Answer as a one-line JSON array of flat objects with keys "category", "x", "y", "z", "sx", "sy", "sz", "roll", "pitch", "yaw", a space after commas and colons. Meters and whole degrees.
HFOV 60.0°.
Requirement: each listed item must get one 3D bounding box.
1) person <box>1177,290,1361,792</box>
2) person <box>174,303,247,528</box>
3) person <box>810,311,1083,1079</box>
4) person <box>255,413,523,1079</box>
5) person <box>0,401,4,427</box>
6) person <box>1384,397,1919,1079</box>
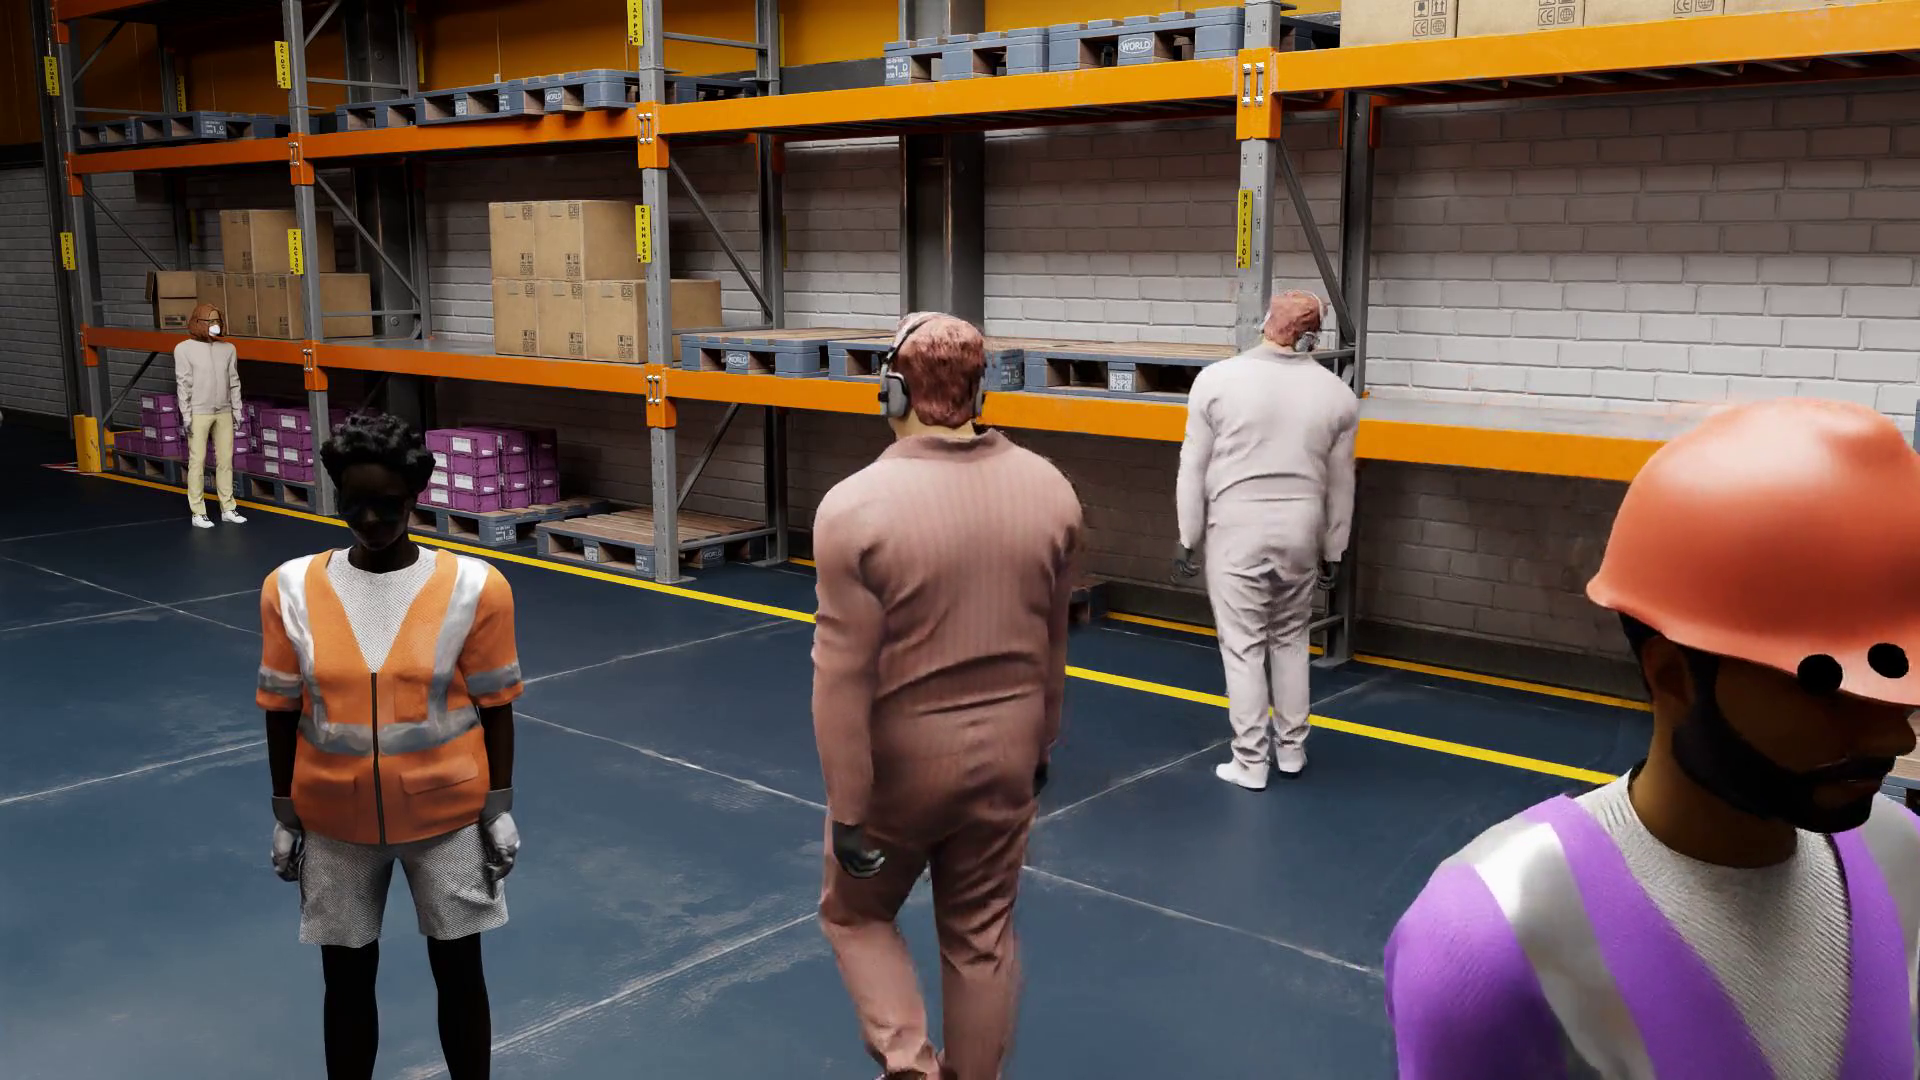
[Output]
[{"category": "person", "x": 1.142, "y": 0.012, "z": 6.248, "sx": 0.673, "sy": 1.876, "sz": 0.399, "roll": -2, "pitch": 10, "yaw": -9}, {"category": "person", "x": -5.463, "y": -0.907, "z": 12.130, "sx": 0.277, "sy": 1.629, "sz": 0.497, "roll": 6, "pitch": 12, "yaw": 32}, {"category": "person", "x": -0.050, "y": 0.464, "z": 3.558, "sx": 0.652, "sy": 1.891, "sz": 0.436, "roll": -5, "pitch": 11, "yaw": -28}, {"category": "person", "x": -1.179, "y": 0.577, "z": 3.474, "sx": 0.532, "sy": 1.697, "sz": 0.319, "roll": -2, "pitch": 10, "yaw": -9}, {"category": "person", "x": -7.370, "y": -1.011, "z": 12.264, "sx": 0.540, "sy": 1.788, "sz": 1.043, "roll": -4, "pitch": 11, "yaw": -23}, {"category": "person", "x": 0.581, "y": 0.810, "z": 1.518, "sx": 0.552, "sy": 1.914, "sz": 0.640, "roll": -4, "pitch": 11, "yaw": -23}]
